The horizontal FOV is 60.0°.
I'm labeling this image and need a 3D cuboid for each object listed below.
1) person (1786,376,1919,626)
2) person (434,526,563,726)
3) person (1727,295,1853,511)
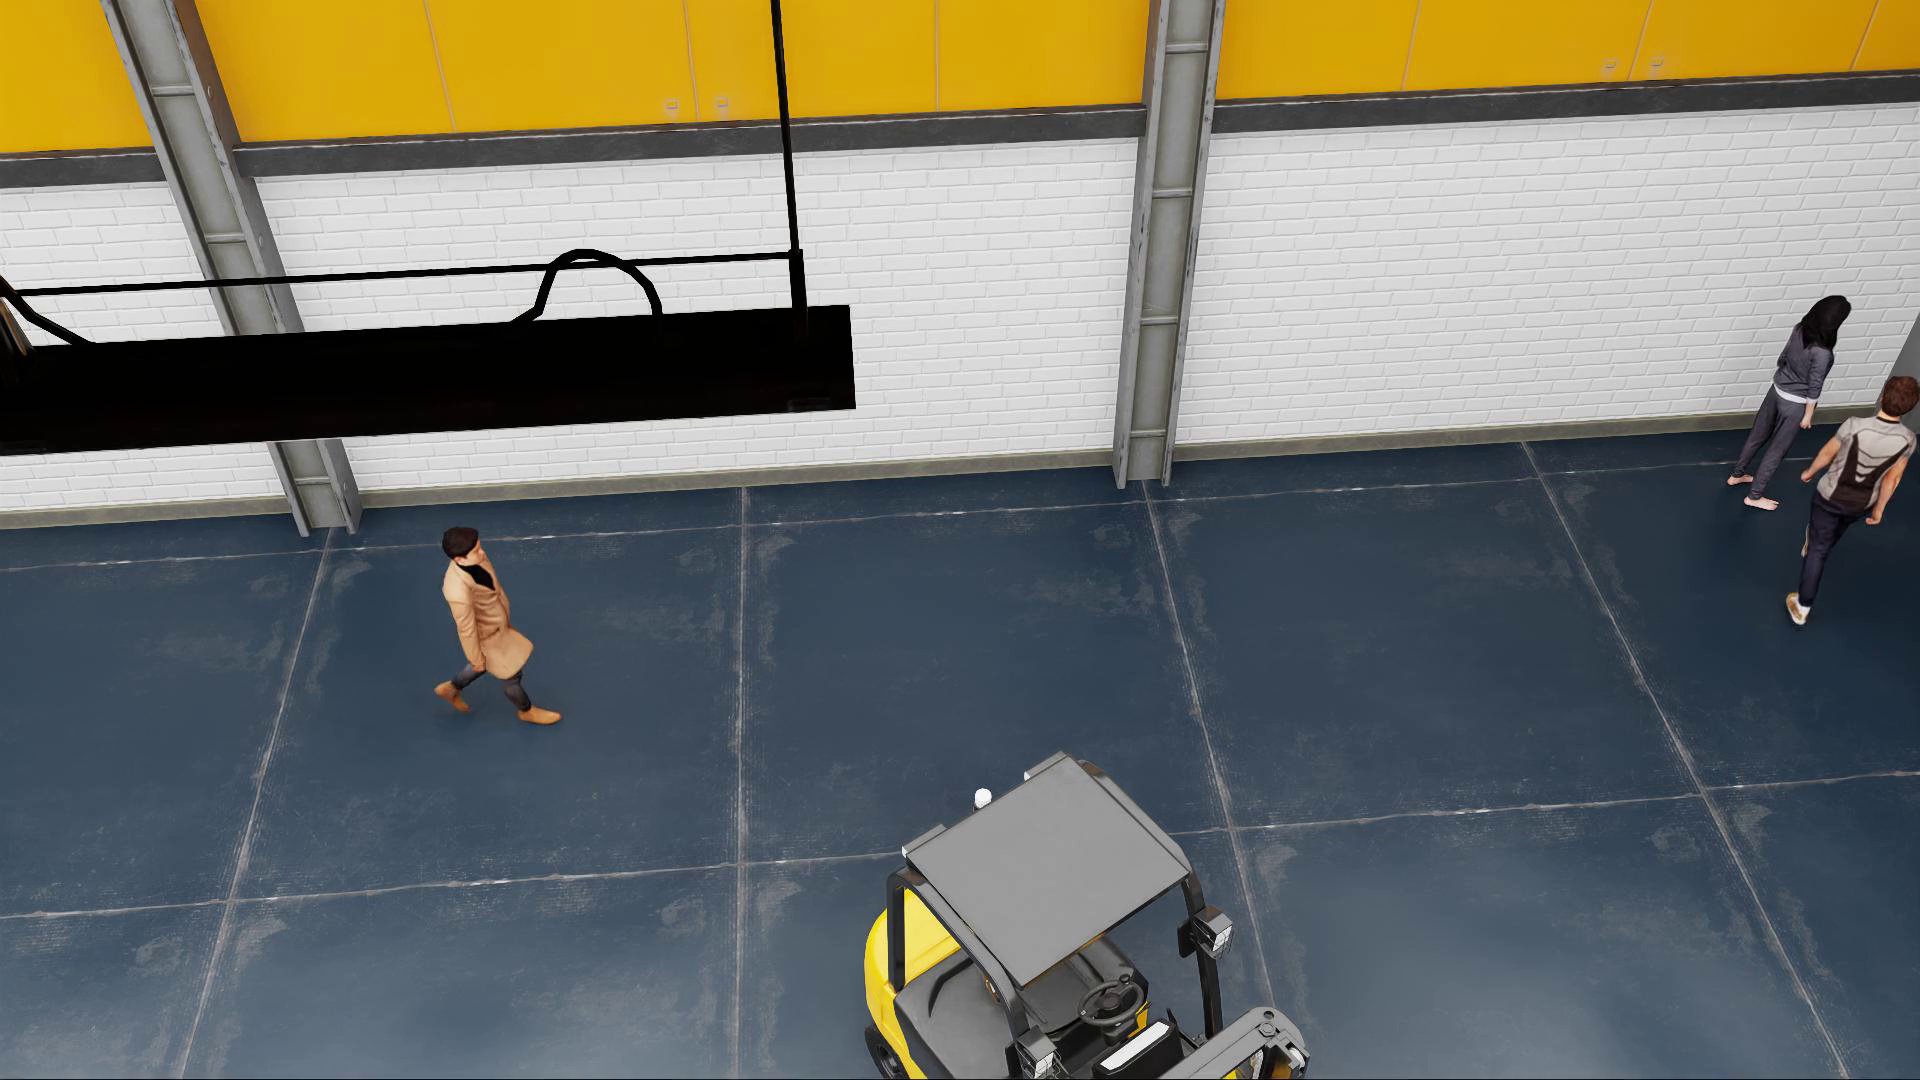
[{"bbox_3d":[5.841,-0.226,10.966,1.208,1.842,0.977,10,45,10],"label":"person"},{"bbox_3d":[-2.998,0.547,10.258,1.019,1.699,0.685,0,44,0],"label":"person"},{"bbox_3d":[5.901,-1.001,11.836,0.519,1.764,0.609,-6,44,-6],"label":"person"}]
